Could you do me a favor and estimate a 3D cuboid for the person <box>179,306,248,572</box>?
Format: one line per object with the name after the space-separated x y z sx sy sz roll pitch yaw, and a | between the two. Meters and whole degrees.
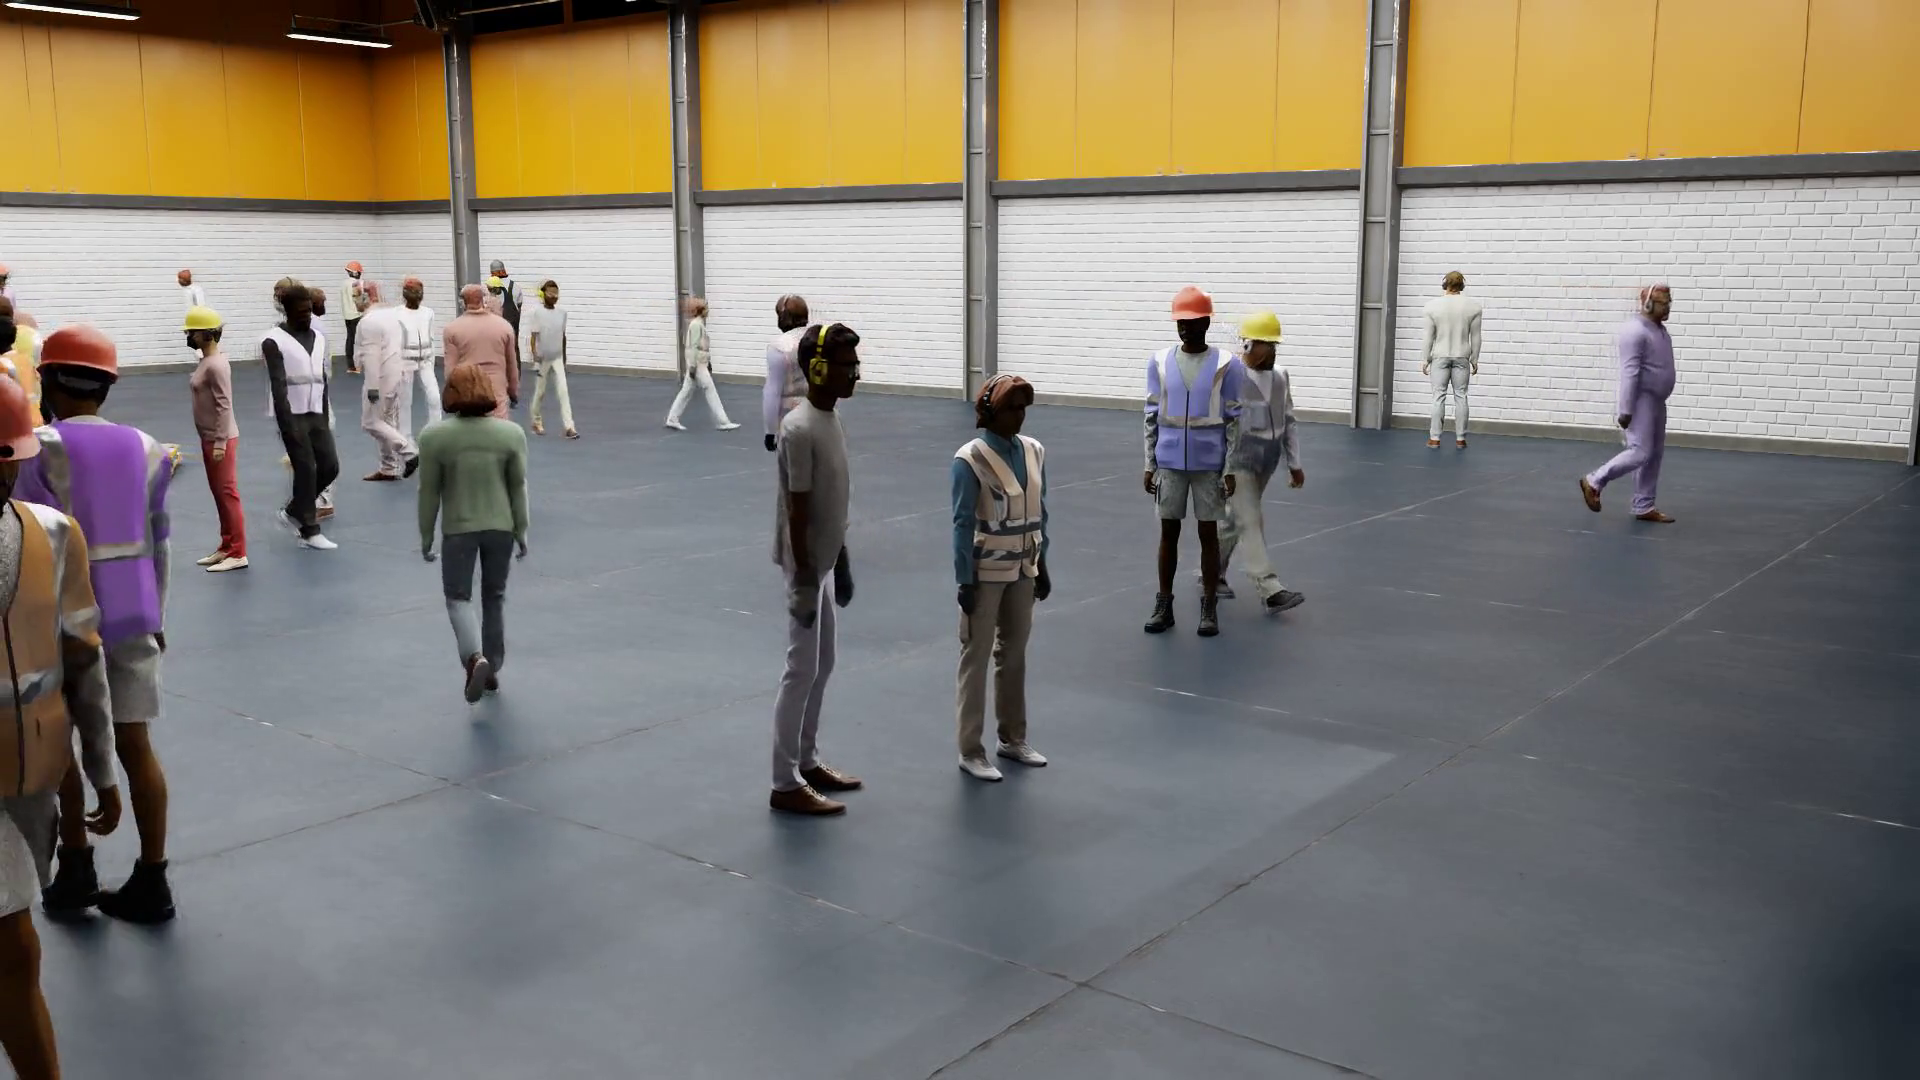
-4.995 -0.673 11.121 0.310 1.768 0.533 -6 12 -33 | person

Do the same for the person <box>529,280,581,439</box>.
-4.733 -2.080 19.182 0.525 1.818 1.002 -8 12 -38 | person

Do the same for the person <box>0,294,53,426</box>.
-7.474 -1.044 13.185 0.825 1.812 0.662 6 12 33 | person

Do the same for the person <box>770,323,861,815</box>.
-0.538 0.112 6.308 0.354 1.857 0.510 1 10 8 | person

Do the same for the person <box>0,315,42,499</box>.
-7.056 -0.868 12.567 0.816 1.669 0.541 -1 10 -6 | person

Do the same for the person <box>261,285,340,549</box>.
-4.720 -0.873 11.921 0.467 1.894 0.605 3 10 20 | person

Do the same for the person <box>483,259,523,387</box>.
-7.252 -3.404 26.221 0.533 2.000 0.674 8 13 39 | person

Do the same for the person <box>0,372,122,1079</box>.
-2.282 0.520 3.863 1.023 1.880 0.547 5 11 29 | person

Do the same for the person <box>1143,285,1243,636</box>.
1.276 -0.433 9.225 0.547 1.938 0.359 3 10 18 | person

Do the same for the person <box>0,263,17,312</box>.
-13.172 -2.855 23.122 0.868 2.018 0.616 -7 12 -36 | person

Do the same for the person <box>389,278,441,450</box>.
-5.666 -1.795 17.402 0.783 1.860 0.590 9 13 42 | person

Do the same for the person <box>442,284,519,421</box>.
-4.208 -1.326 14.670 0.654 1.862 1.007 -5 11 -27 | person

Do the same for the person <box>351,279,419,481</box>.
-5.291 -1.455 15.333 0.551 1.891 0.675 0 10 -1 | person

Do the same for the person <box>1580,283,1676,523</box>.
5.344 -1.078 13.139 0.616 1.890 0.647 8 13 41 | person

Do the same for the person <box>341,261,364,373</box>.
-10.784 -3.975 29.681 0.623 1.992 0.397 8 13 39 | person

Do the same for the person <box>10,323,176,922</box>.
-2.730 0.264 5.313 0.621 1.886 0.553 6 11 32 | person

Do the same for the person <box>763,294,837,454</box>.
-1.156 -0.826 11.833 0.449 1.825 0.659 8 12 38 | person

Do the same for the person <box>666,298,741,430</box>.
-3.131 -2.097 19.927 0.896 1.590 0.531 -1 10 -8 | person

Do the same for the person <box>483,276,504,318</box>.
-7.239 -3.218 25.938 0.324 1.767 0.533 -8 13 -39 | person

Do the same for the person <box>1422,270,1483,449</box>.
5.333 -1.955 18.084 0.632 1.940 0.372 1 10 8 | person

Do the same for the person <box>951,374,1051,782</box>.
0.161 0.148 6.732 0.313 1.635 0.515 9 13 42 | person

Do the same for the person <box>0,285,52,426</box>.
-7.855 -1.212 13.727 0.671 1.948 0.425 -5 11 -25 | person

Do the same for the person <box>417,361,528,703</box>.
-2.259 -0.026 7.792 0.506 1.614 0.622 -5 11 -25 | person

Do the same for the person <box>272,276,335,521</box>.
-5.218 -1.115 13.193 0.355 1.936 0.635 -9 13 -42 | person

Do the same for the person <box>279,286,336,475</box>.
-6.001 -1.415 15.276 0.440 1.821 0.725 -7 12 -36 | person

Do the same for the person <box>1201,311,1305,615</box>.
1.758 -0.469 9.919 0.588 1.771 0.972 -7 12 -34 | person

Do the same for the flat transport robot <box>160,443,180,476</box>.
-7.930 -0.772 16.047 0.652 0.197 1.431 -4 11 -22 | flat transport robot

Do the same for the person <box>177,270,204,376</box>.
-13.234 -3.762 28.873 0.431 1.847 0.718 0 10 -2 | person
